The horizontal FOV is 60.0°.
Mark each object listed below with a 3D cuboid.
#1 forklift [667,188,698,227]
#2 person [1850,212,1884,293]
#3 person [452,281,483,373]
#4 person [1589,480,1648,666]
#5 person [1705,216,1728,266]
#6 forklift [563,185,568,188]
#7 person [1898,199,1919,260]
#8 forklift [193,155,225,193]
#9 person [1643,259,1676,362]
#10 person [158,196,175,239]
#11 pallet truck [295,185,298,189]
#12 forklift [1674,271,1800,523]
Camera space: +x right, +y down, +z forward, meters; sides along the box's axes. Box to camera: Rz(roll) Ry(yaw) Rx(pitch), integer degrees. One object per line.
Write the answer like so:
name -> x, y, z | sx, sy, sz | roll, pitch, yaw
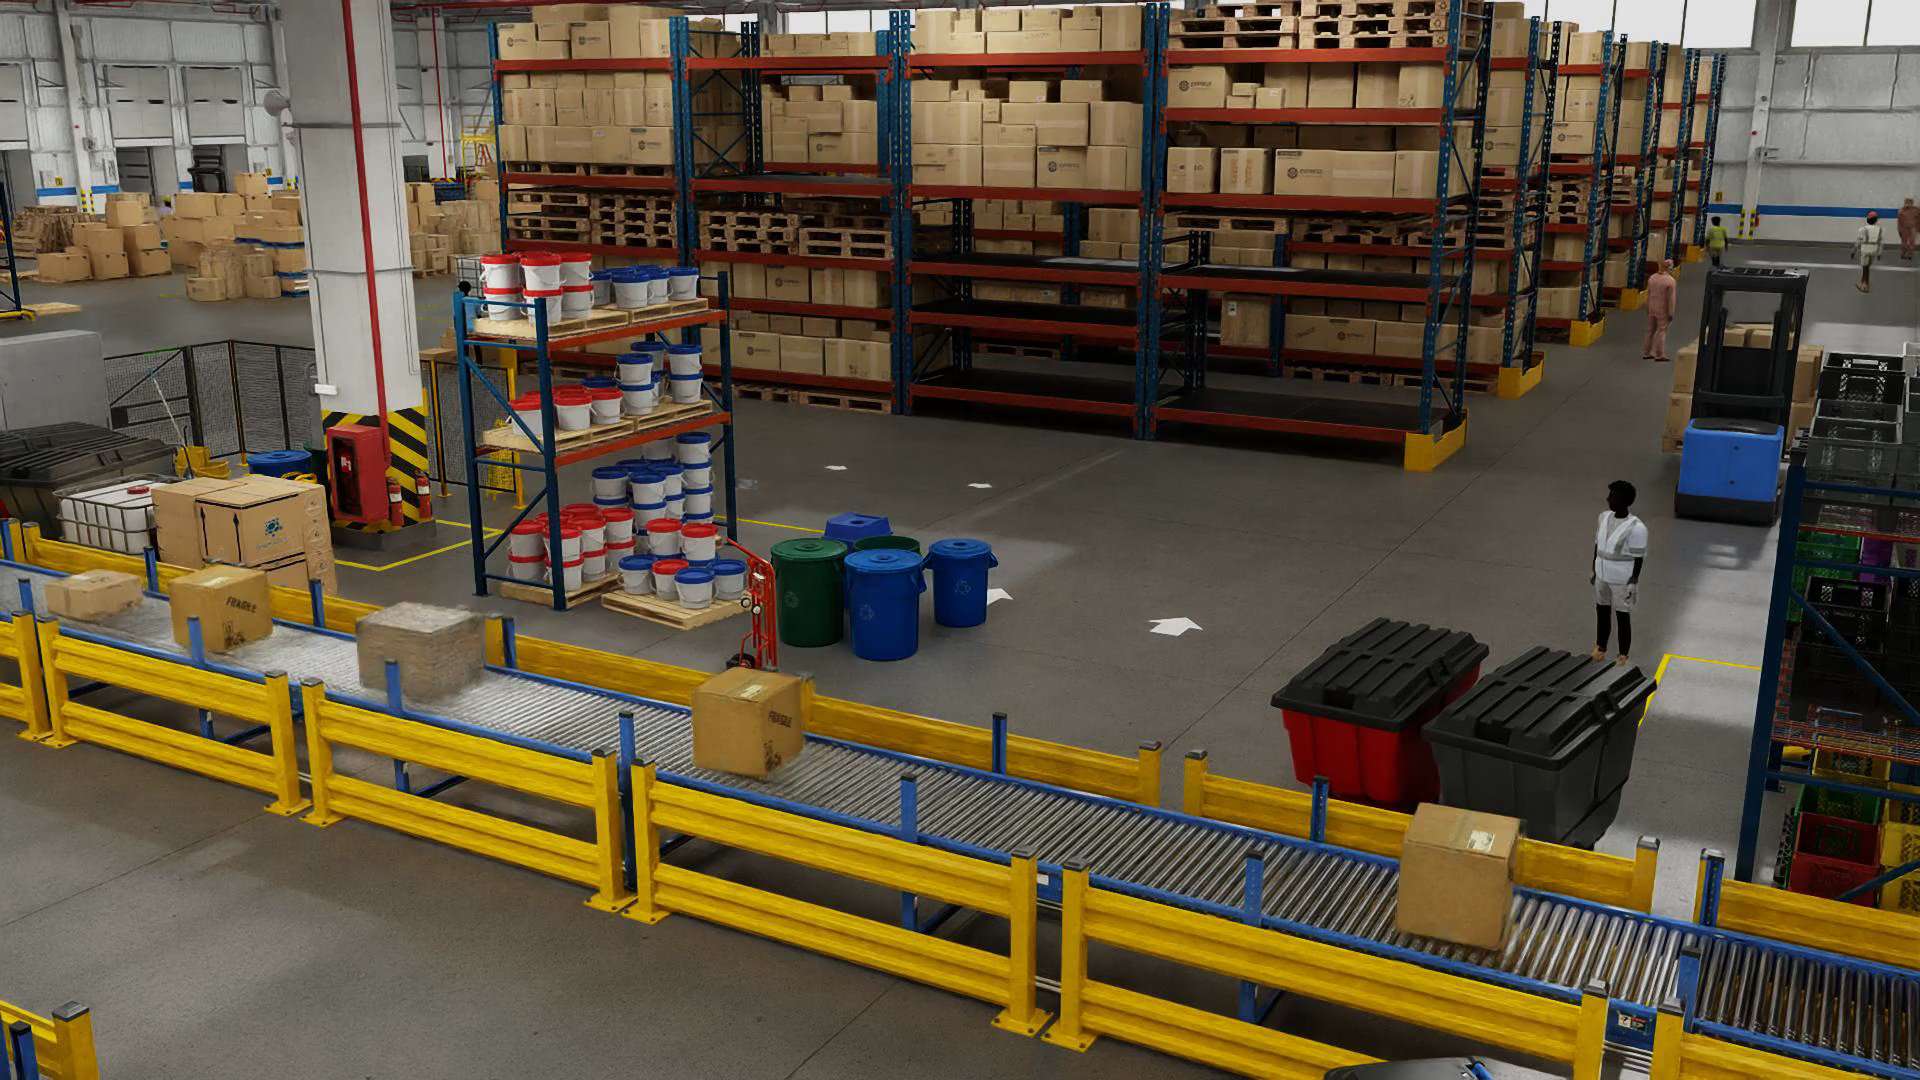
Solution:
forklift -> -8.099, -9.401, 48.440 | 1.129, 2.768, 1.873 | 8, 17, 28
person -> 23.080, -7.343, 42.380 | 0.638, 1.994, 1.002 | 0, 15, 1
person -> -8.678, -3.720, 29.348 | 0.530, 1.697, 0.321 | -10, 18, -34
person -> 5.579, 0.319, 14.167 | 0.319, 1.695, 0.538 | -6, 16, -21
person -> 20.774, -8.065, 45.757 | 0.581, 1.650, 0.799 | 2, 15, 7
forklift -> -14.755, -13.448, 63.654 | 1.873, 2.768, 1.129 | 8, 17, 28
person -> 28.882, -9.442, 50.588 | 0.714, 1.845, 0.952 | 6, 16, 20
forklift -> -26.647, -12.289, 59.298 | 1.129, 2.768, 1.873 | -3, 15, -12
person -> 13.132, -4.293, 31.129 | 0.398, 1.899, 0.650 | -6, 16, -23
person -> -24.341, -9.599, 51.047 | 0.597, 1.905, 0.598 | 3, 15, 10
pallet truck -> -26.804, -14.617, 69.738 | 1.885, 1.965, 0.823 | -14, 20, -42
forklift -> 9.269, -1.763, 19.726 | 1.129, 2.768, 1.873 | 8, 17, 27
